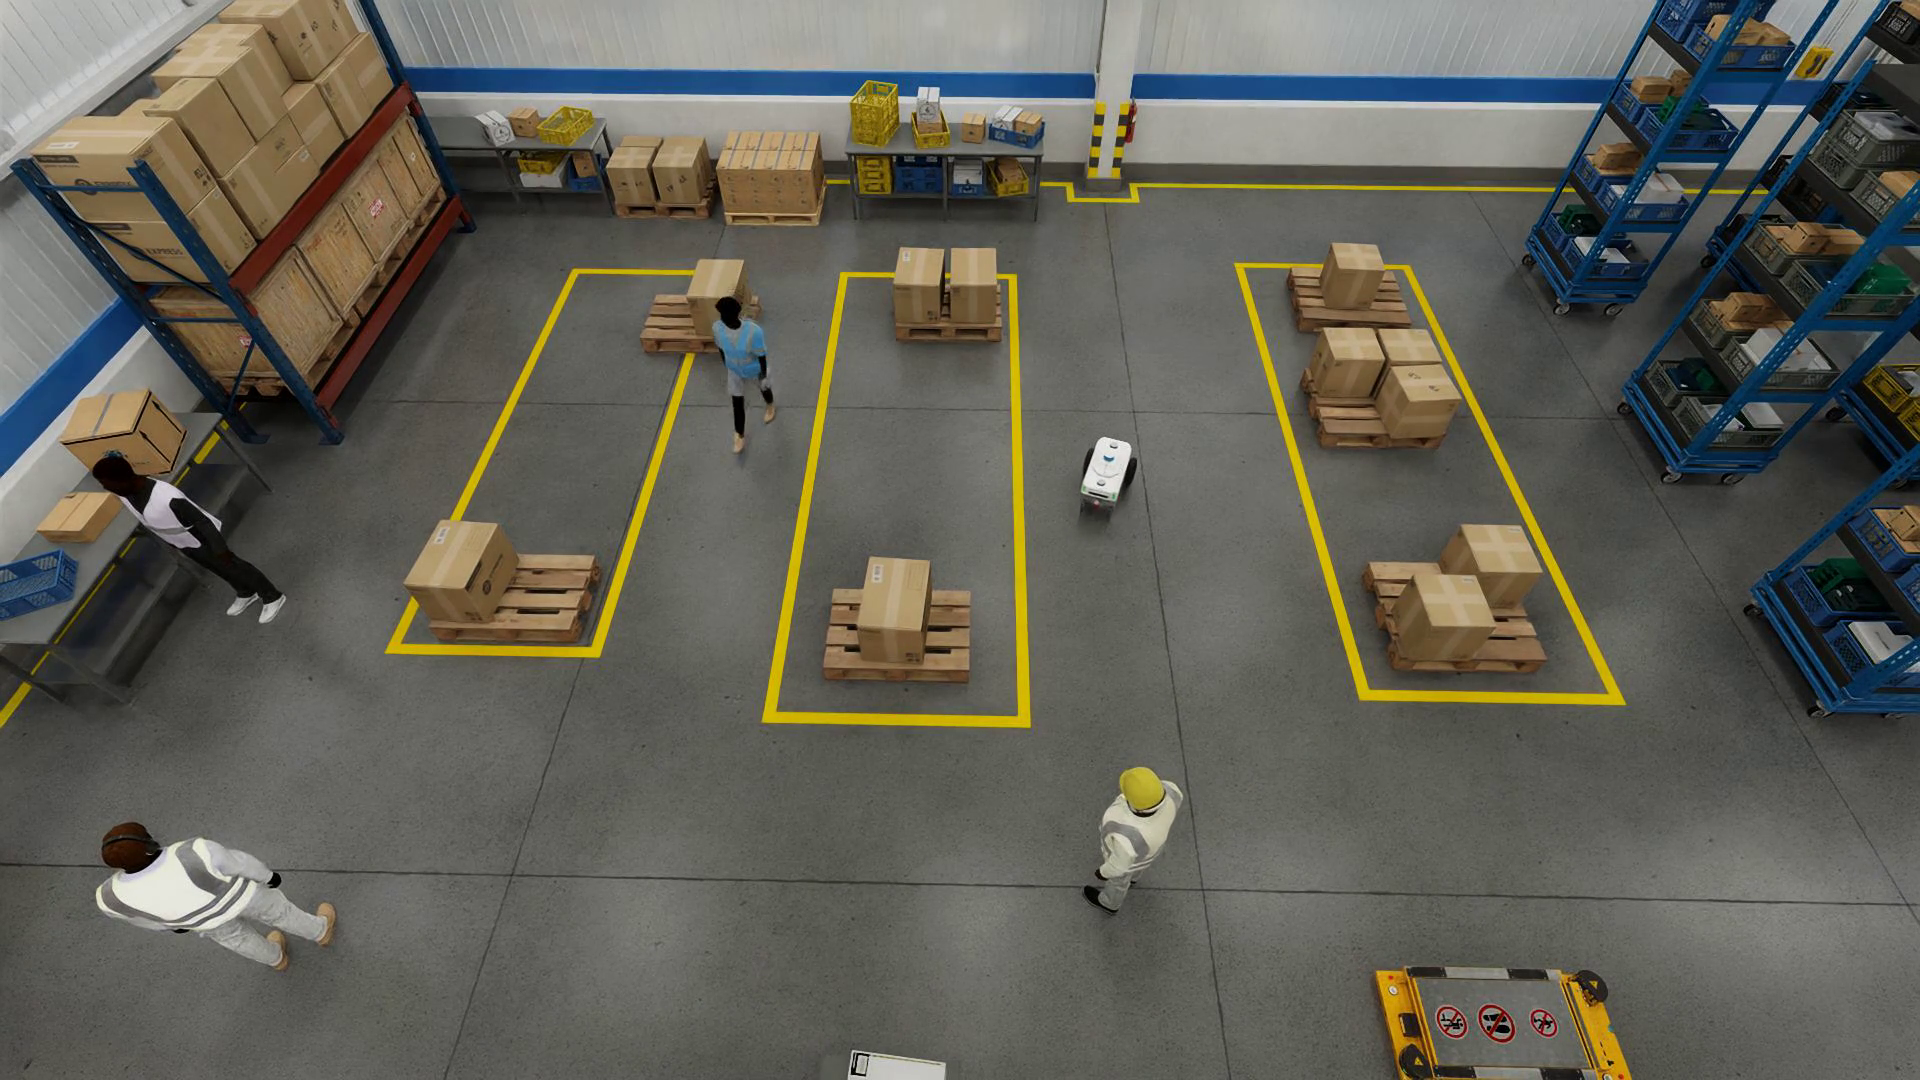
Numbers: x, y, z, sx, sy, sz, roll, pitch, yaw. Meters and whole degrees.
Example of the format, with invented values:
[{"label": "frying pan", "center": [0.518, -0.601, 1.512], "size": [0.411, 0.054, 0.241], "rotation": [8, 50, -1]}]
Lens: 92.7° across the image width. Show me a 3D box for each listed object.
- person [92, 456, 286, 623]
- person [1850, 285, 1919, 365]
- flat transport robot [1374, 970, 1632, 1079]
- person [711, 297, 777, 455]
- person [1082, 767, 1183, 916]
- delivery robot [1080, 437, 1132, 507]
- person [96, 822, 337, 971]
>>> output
[{"label": "person", "center": [-6.199, -0.016, 7.427], "size": [0.591, 1.916, 0.383], "rotation": [14, 52, 11]}, {"label": "person", "center": [10.181, -2.525, 9.650], "size": [0.522, 1.637, 0.310], "rotation": [-11, 52, -9]}, {"label": "flat transport robot", "center": [3.501, 3.133, 5.914], "size": [1.431, 0.197, 0.652], "rotation": [1, 51, 1]}, {"label": "person", "center": [-2.098, -1.622, 8.905], "size": [0.536, 1.644, 0.867], "rotation": [5, 51, 4]}, {"label": "person", "center": [1.083, 1.939, 5.894], "size": [0.403, 1.822, 0.588], "rotation": [35, 59, 25]}, {"label": "delivery robot", "center": [1.401, -0.655, 8.762], "size": [0.477, 0.478, 0.707], "rotation": [15, 53, 12]}, {"label": "person", "center": [-4.586, 2.205, 5.664], "size": [0.631, 1.842, 0.428], "rotation": [-27, 56, -20]}]
